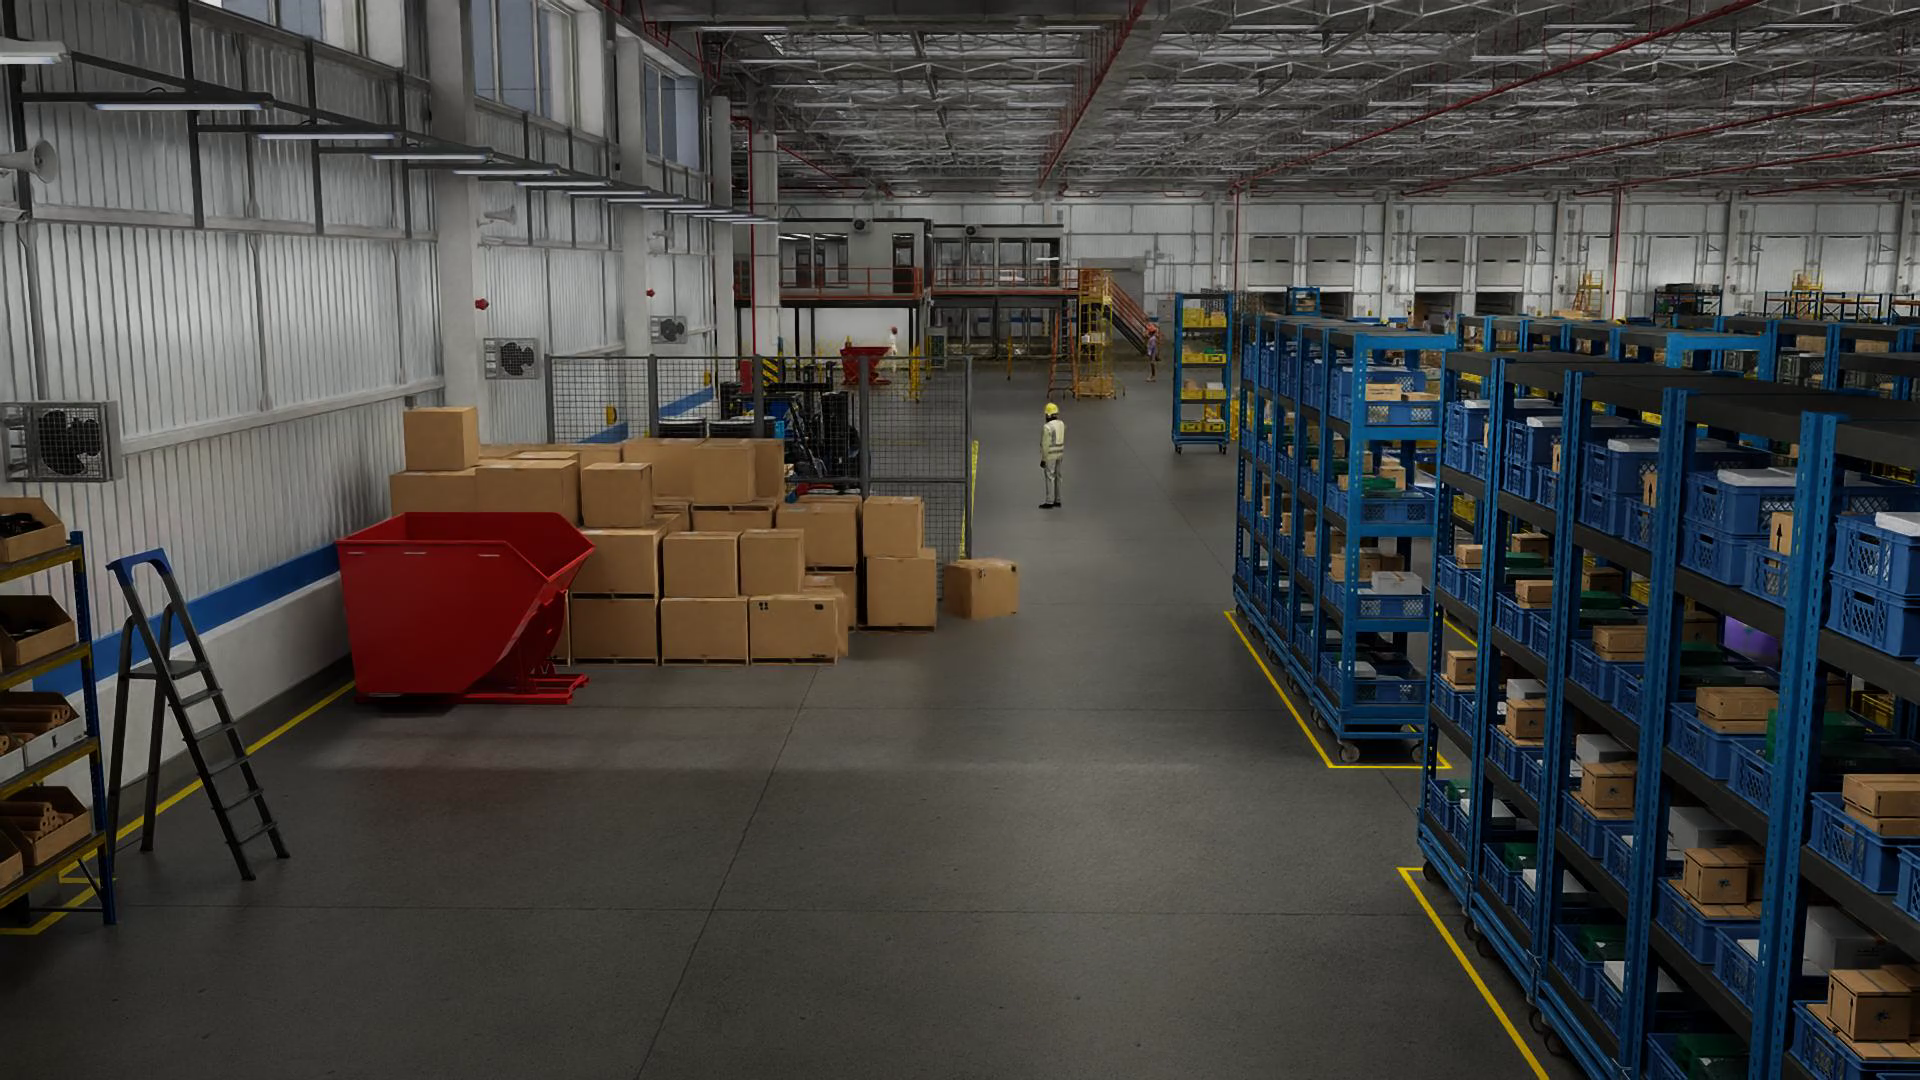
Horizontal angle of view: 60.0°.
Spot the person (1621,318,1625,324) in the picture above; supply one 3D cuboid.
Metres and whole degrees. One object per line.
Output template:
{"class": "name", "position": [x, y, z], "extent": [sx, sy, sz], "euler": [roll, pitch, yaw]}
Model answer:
{"class": "person", "position": [30.942, -9.434, 77.727], "extent": [0.586, 1.918, 0.396], "euler": [5, 10, 26]}

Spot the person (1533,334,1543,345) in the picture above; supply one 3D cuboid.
{"class": "person", "position": [24.131, -8.178, 69.732], "extent": [0.622, 1.992, 0.394], "euler": [0, 9, 1]}

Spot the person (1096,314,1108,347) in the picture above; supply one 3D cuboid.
{"class": "person", "position": [7.542, -11.160, 88.781], "extent": [0.639, 1.788, 0.981], "euler": [-3, 10, -20]}

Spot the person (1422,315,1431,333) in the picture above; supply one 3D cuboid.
{"class": "person", "position": [24.168, -10.821, 86.628], "extent": [0.904, 1.800, 0.637], "euler": [-3, 10, -17]}

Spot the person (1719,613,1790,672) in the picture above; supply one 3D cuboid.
{"class": "person", "position": [6.083, 1.123, 12.827], "extent": [0.571, 1.840, 0.373], "euler": [7, 11, 35]}

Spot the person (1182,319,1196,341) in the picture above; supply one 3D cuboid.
{"class": "person", "position": [13.389, -12.568, 97.271], "extent": [1.124, 1.861, 0.561], "euler": [-4, 10, -21]}

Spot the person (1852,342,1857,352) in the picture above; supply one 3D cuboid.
{"class": "person", "position": [32.259, -6.611, 60.279], "extent": [0.374, 1.928, 0.542], "euler": [6, 11, 33]}

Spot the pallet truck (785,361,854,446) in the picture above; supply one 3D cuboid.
{"class": "pallet truck", "position": [-3.410, -3.193, 38.978], "extent": [1.885, 1.965, 0.823], "euler": [0, 9, -1]}

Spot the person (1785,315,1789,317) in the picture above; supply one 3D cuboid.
{"class": "person", "position": [40.602, -10.080, 81.676], "extent": [0.659, 1.922, 0.633], "euler": [-4, 10, -25]}

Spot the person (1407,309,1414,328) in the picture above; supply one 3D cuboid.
{"class": "person", "position": [25.614, -12.190, 94.731], "extent": [0.398, 1.918, 0.587], "euler": [7, 12, 39]}

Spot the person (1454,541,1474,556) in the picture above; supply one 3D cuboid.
{"class": "person", "position": [7.330, -0.539, 22.998], "extent": [0.933, 1.865, 0.678], "euler": [1, 9, 5]}

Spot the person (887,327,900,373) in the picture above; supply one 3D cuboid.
{"class": "person", "position": [-2.633, -7.584, 66.433], "extent": [0.432, 1.876, 0.613], "euler": [1, 9, 4]}

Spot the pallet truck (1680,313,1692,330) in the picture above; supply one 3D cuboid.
{"class": "pallet truck", "position": [36.315, -10.531, 84.244], "extent": [0.823, 1.965, 1.885], "euler": [-6, 11, -33]}

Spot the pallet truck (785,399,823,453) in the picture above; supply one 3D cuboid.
{"class": "pallet truck", "position": [-3.814, -2.432, 36.419], "extent": [1.630, 1.274, 0.653], "euler": [0, 9, 1]}

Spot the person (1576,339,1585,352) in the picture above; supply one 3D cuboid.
{"class": "person", "position": [25.269, -7.760, 67.654], "extent": [0.761, 1.827, 0.682], "euler": [-3, 10, -16]}

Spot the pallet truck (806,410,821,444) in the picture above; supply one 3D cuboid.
{"class": "pallet truck", "position": [-3.559, -2.018, 33.905], "extent": [1.522, 1.261, 0.704], "euler": [0, 9, -1]}

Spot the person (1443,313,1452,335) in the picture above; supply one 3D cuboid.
{"class": "person", "position": [25.137, -10.755, 85.825], "extent": [0.425, 1.938, 0.603], "euler": [-3, 10, -17]}

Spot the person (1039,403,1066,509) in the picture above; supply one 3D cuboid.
{"class": "person", "position": [1.580, -1.448, 28.717], "extent": [0.404, 1.833, 0.592], "euler": [7, 11, 36]}

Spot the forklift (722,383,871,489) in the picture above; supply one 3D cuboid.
{"class": "forklift", "position": [-2.893, -1.687, 28.729], "extent": [2.680, 1.987, 1.157], "euler": [0, 9, -1]}

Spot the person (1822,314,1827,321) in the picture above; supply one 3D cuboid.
{"class": "person", "position": [45.121, -10.937, 87.326], "extent": [0.631, 1.821, 0.518], "euler": [7, 12, 38]}

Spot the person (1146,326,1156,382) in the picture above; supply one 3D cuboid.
{"class": "person", "position": [7.085, -6.878, 61.568], "extent": [0.377, 2.043, 0.607], "euler": [1, 9, 5]}

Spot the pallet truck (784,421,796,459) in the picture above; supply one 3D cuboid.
{"class": "pallet truck", "position": [-4.013, -1.793, 32.705], "extent": [1.601, 1.201, 0.680], "euler": [0, 9, 1]}

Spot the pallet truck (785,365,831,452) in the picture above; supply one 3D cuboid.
{"class": "pallet truck", "position": [-3.774, -2.976, 37.635], "extent": [1.885, 1.965, 0.823], "euler": [1, 9, 5]}

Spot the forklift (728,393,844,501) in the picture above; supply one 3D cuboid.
{"class": "forklift", "position": [-2.979, -1.316, 26.476], "extent": [2.680, 1.987, 1.157], "euler": [0, 9, 1]}
